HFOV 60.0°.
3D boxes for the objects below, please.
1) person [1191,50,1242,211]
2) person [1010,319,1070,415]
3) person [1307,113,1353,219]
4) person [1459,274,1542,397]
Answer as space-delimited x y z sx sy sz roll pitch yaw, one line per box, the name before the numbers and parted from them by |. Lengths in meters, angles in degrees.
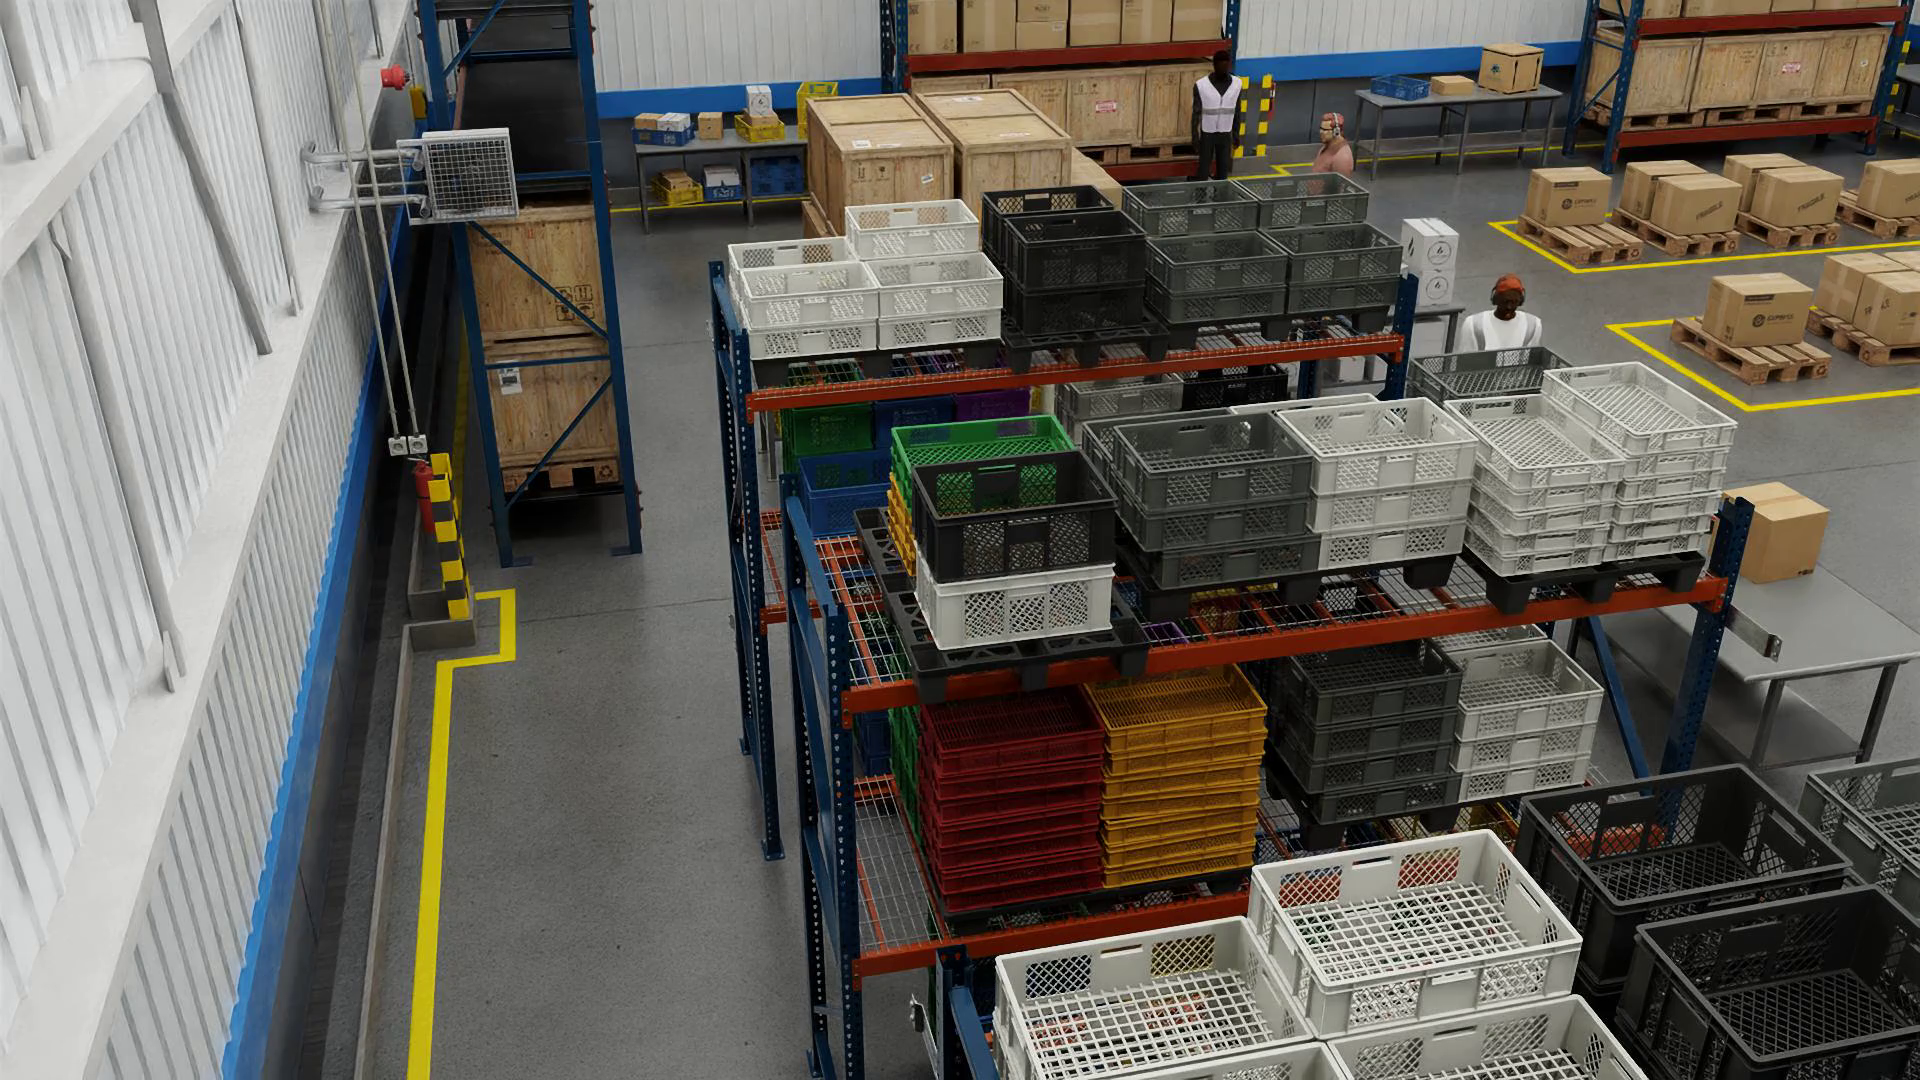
person | 2.939 -4.681 19.161 0.598 1.907 0.406 -6 28 -11
person | 0.608 -1.346 12.869 0.513 1.872 0.328 0 28 0
person | 3.637 -3.293 16.539 0.400 1.900 0.648 0 28 1
person | 3.948 -1.074 12.354 0.569 1.876 0.351 1 28 3
